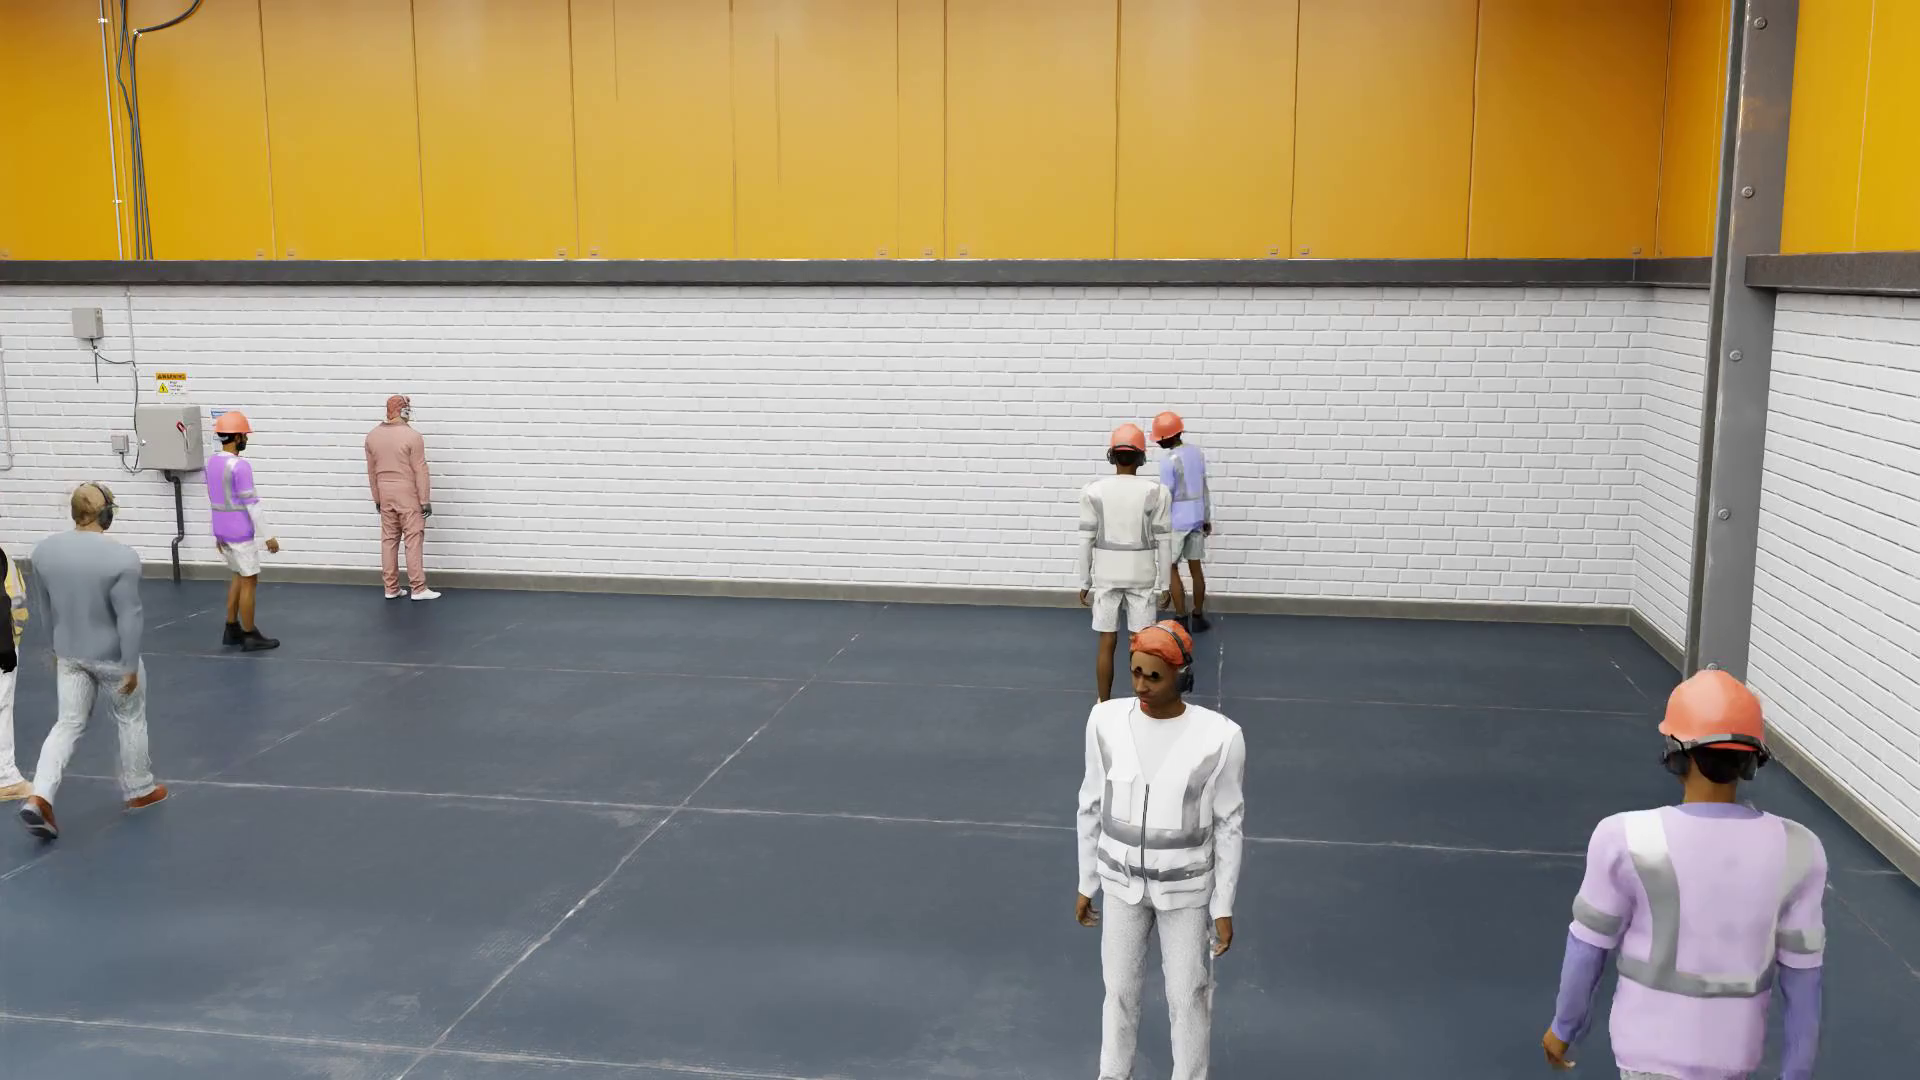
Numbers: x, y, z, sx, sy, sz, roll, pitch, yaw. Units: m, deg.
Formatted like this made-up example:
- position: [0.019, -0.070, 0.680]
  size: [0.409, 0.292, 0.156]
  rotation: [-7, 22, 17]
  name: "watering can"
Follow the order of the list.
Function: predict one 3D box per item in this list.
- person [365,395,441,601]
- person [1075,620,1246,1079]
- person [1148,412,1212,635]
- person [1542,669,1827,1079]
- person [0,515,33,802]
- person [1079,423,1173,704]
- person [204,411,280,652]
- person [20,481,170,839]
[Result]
- position: [-5.118, -0.384, 15.297]
  size: [0.638, 1.903, 0.408]
  rotation: [4, 10, 21]
  name: "person"
- position: [0.663, 1.189, 5.637]
  size: [0.572, 1.886, 0.353]
  rotation: [4, 10, 23]
  name: "person"
- position: [1.872, -0.139, 13.864]
  size: [0.375, 1.891, 0.705]
  rotation: [9, 13, 44]
  name: "person"
- position: [1.946, 1.335, 4.459]
  size: [0.615, 1.992, 1.069]
  rotation: [-1, 9, -4]
  name: "person"
- position: [-5.586, 0.577, 9.551]
  size: [0.622, 1.844, 0.429]
  rotation: [7, 11, 36]
  name: "person"
- position: [1.089, 0.252, 10.942]
  size: [0.614, 2.038, 0.396]
  rotation: [2, 9, 11]
  name: "person"
- position: [-5.702, -0.059, 13.196]
  size: [0.564, 1.933, 0.397]
  rotation: [8, 12, 41]
  name: "person"
- position: [-4.733, 0.636, 9.011]
  size: [0.638, 1.909, 0.918]
  rotation: [1, 9, 5]
  name: "person"
